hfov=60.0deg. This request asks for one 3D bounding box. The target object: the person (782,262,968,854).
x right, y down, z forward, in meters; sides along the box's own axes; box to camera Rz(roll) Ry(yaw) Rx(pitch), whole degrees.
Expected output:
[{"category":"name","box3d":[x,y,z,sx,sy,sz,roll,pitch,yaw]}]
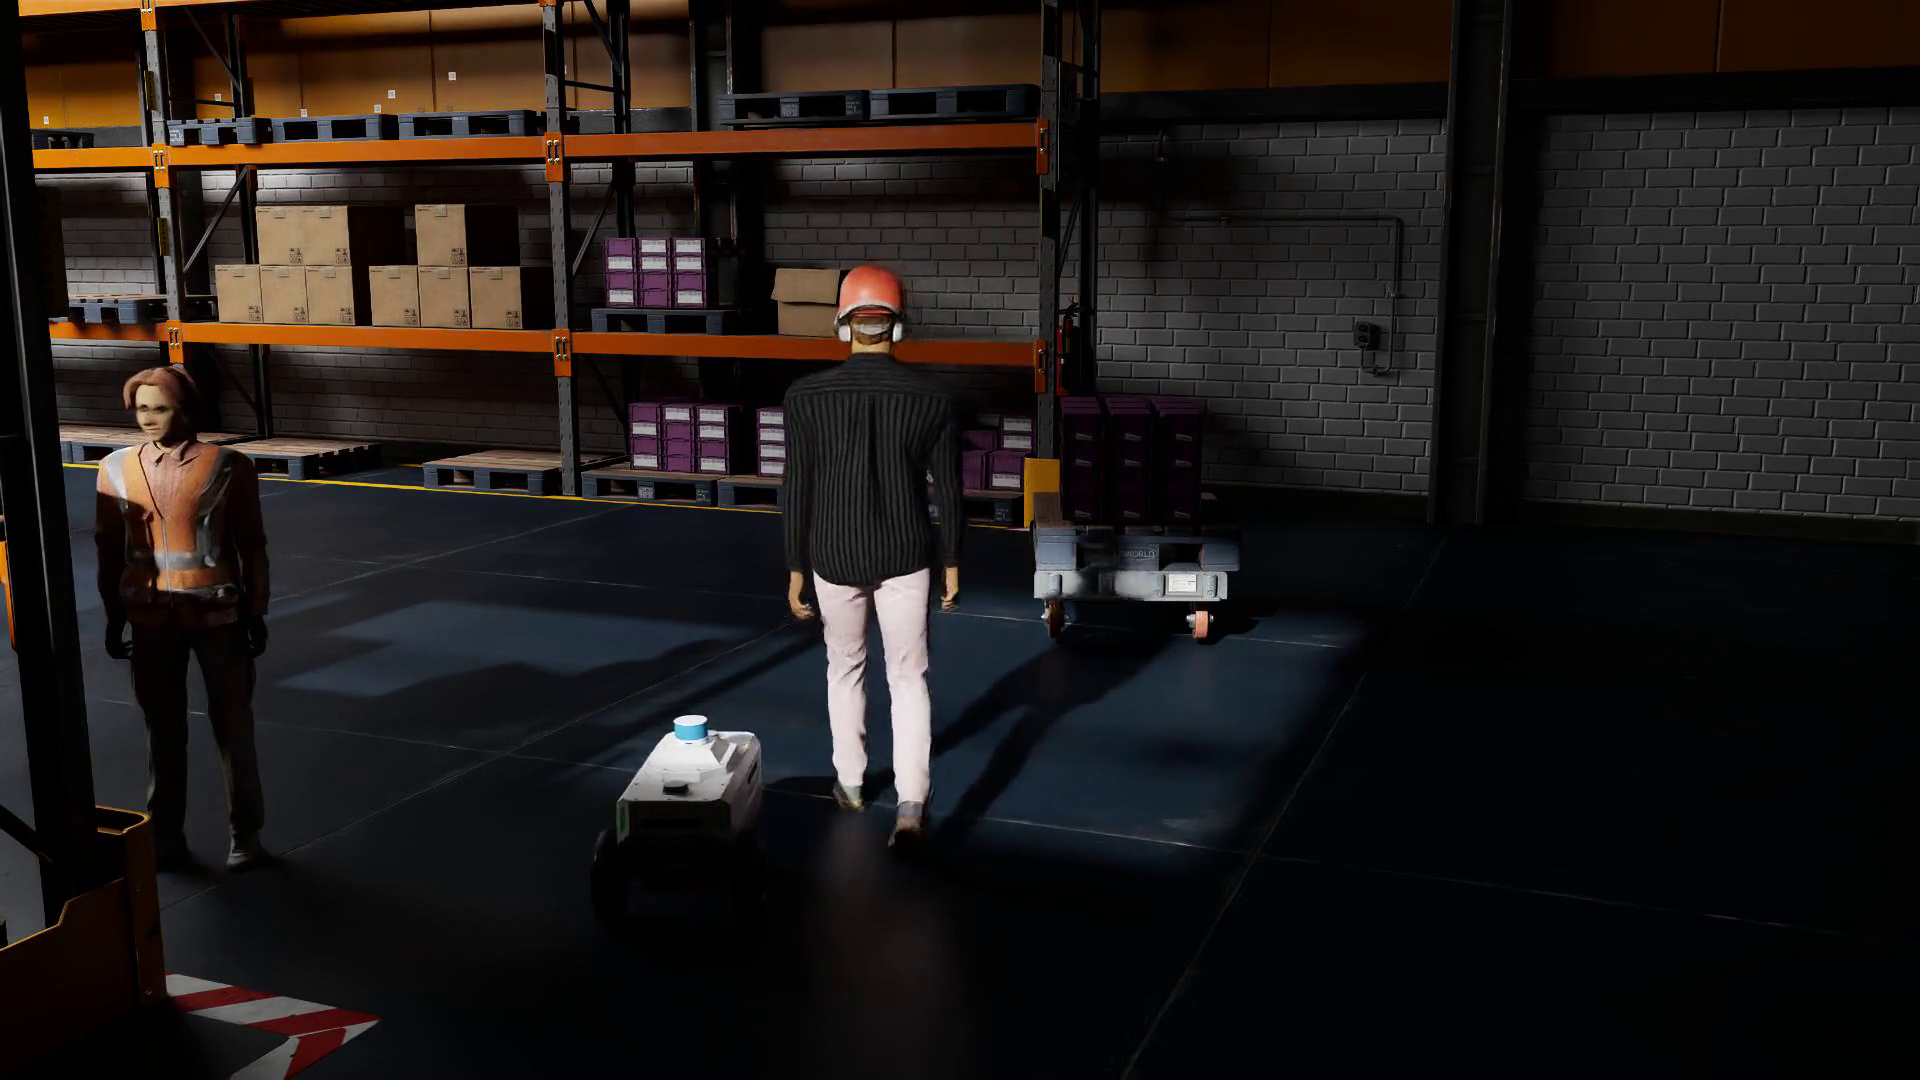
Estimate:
[{"category":"person","box3d":[-0.283,0.055,5.599,0.630,1.964,0.930,0,10,-2]}]

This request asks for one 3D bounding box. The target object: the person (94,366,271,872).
[{"category":"person","box3d":[-2.475,0.262,5.327,0.522,1.636,0.311,-1,10,-4]}]

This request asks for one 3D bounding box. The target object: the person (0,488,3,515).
[{"category":"person","box3d":[-6.738,-0.995,11.545,0.381,1.917,0.584,1,10,7]}]

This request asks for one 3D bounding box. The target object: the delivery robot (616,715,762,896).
[{"category":"delivery robot","box3d":[-0.826,0.787,5.156,0.477,0.478,0.707,0,10,2]}]
